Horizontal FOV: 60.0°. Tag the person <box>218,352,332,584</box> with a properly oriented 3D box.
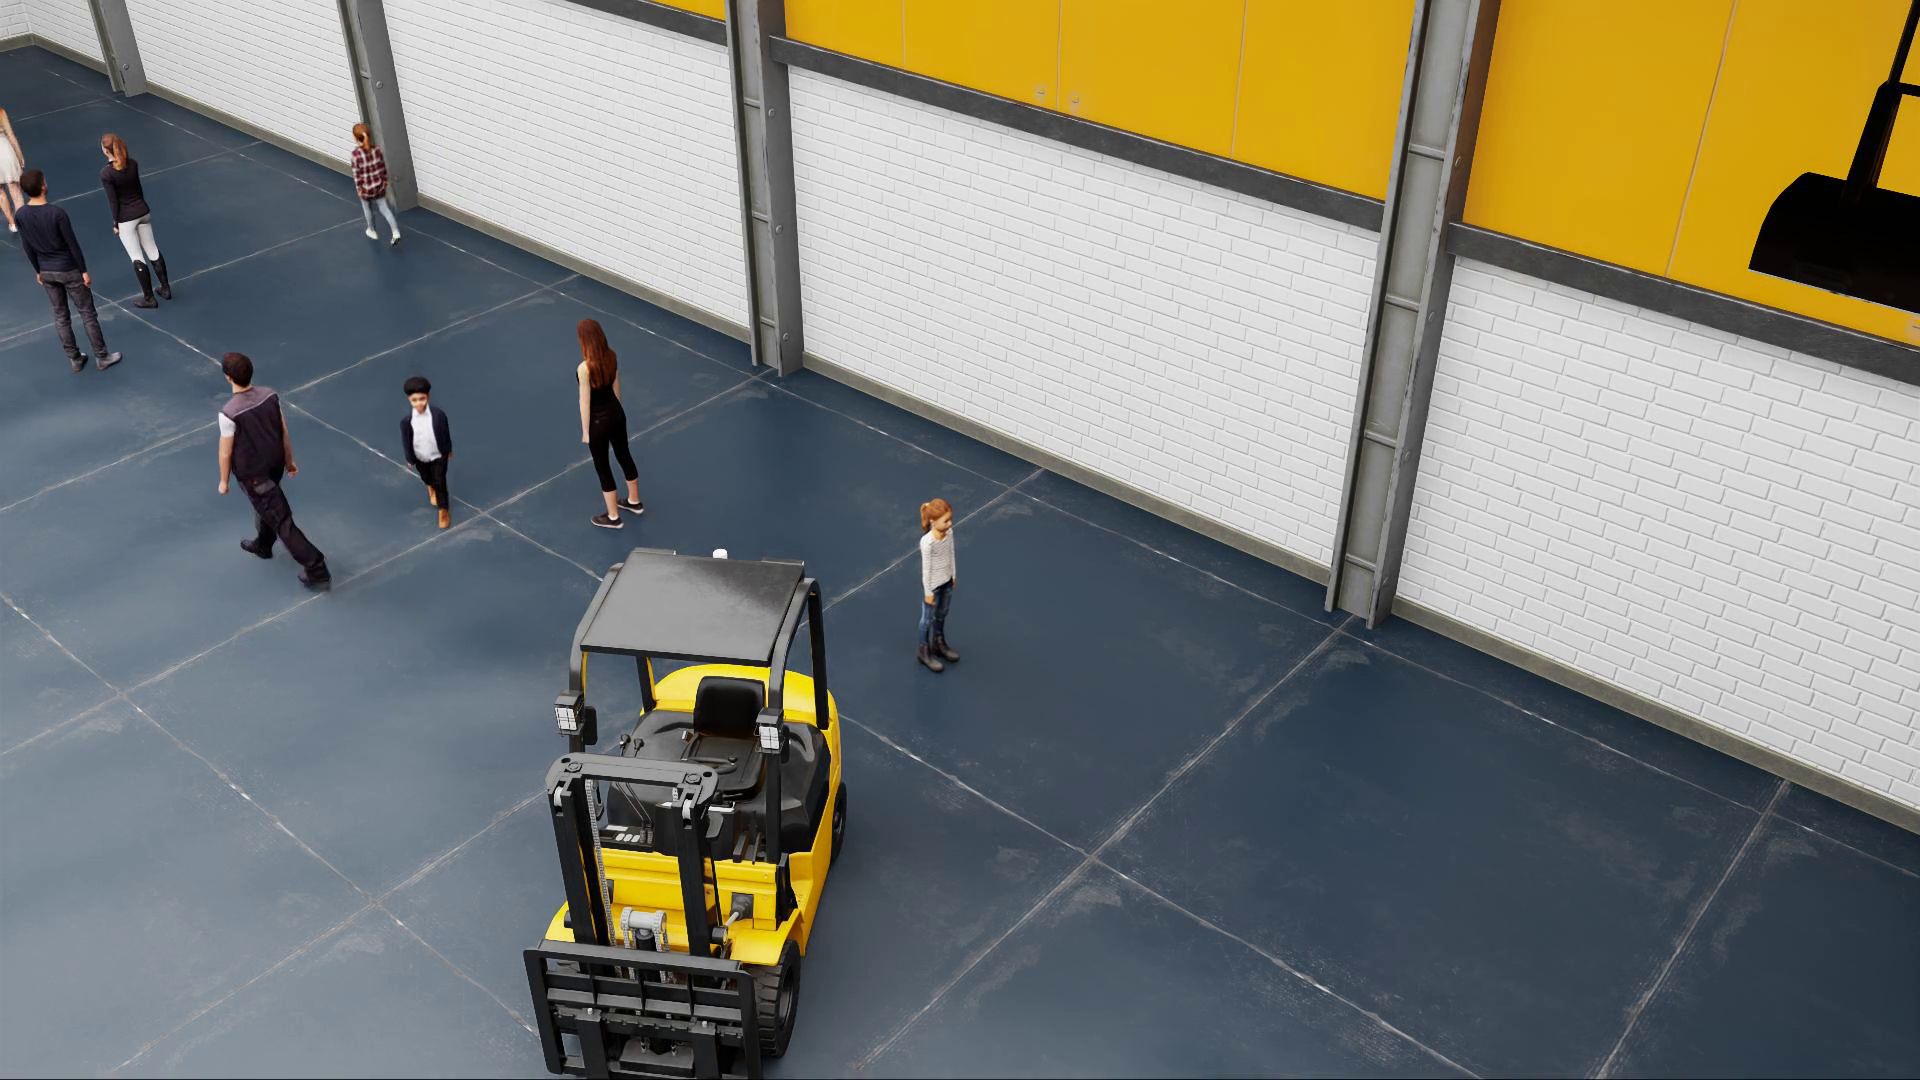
[{"bbox_3d":[-4.971,-0.462,12.012,1.255,1.804,0.887,14,36,20],"label":"person"}]

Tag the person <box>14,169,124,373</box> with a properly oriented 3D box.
[{"bbox_3d":[-8.032,-2.395,14.862,0.691,1.869,0.771,0,34,1],"label":"person"}]

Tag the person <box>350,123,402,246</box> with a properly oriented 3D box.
[{"bbox_3d":[-6.099,-3.685,17.328,0.598,1.287,0.898,-27,42,-34],"label":"person"}]

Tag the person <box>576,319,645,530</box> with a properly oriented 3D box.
[{"bbox_3d":[-2.711,-0.903,12.751,0.569,1.722,0.599,17,37,24],"label":"person"}]

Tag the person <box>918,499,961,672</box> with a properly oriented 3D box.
[{"bbox_3d":[-0.163,0.287,11.328,0.492,1.313,0.471,23,40,30],"label":"person"}]

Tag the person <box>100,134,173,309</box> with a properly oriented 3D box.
[{"bbox_3d":[-7.969,-3.079,16.018,0.648,1.729,0.632,12,36,18],"label":"person"}]

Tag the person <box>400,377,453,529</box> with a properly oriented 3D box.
[{"bbox_3d":[-4.149,-0.737,12.960,0.789,1.213,0.904,-8,34,-11],"label":"person"}]

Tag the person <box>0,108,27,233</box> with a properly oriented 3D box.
[{"bbox_3d":[-9.985,-3.915,17.306,0.714,1.695,0.801,-17,37,-24],"label":"person"}]
